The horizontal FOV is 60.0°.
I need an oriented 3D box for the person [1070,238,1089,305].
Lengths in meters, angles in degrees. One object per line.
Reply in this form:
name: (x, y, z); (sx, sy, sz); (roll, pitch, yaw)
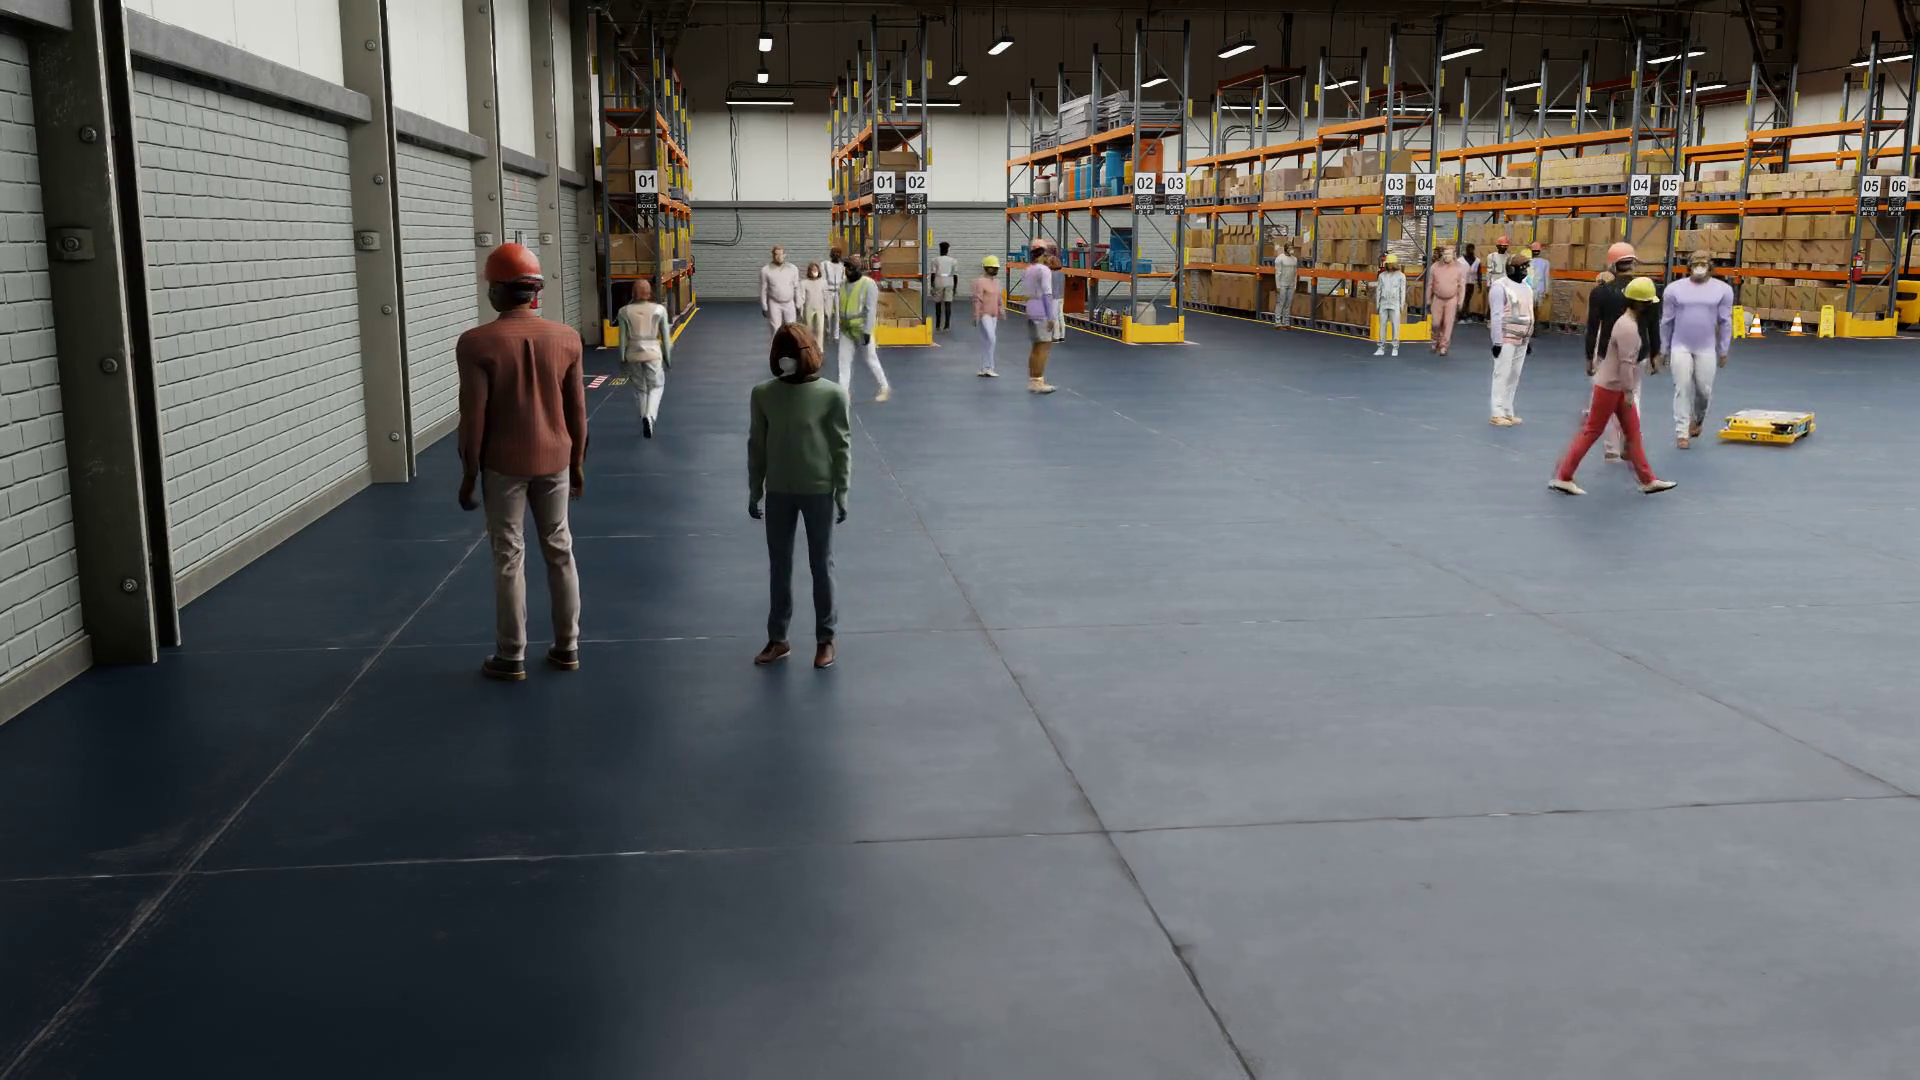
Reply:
person: (3.585, -7.985, 49.515); (0.608, 1.988, 0.392); (-1, 10, -5)

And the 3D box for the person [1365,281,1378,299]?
person: (10.498, -6.435, 42.099); (0.517, 1.596, 0.851); (-1, 10, -4)

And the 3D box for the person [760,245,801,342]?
person: (-2.874, -3.771, 26.678); (0.667, 1.888, 0.435); (-3, 11, -18)

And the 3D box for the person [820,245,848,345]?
person: (-2.395, -4.632, 31.466); (0.595, 1.865, 0.594); (-2, 11, -13)

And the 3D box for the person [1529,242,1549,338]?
person: (11.610, -5.079, 33.795); (0.570, 1.905, 0.875); (0, 10, 0)

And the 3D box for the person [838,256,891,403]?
person: (-1.203, -2.528, 20.116); (0.617, 1.812, 0.924); (7, 13, 35)

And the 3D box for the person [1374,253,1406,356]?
person: (7.356, -4.021, 28.454); (0.492, 1.742, 0.320); (6, 12, 31)

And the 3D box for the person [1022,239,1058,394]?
person: (1.046, -2.915, 21.715); (0.399, 2.003, 0.711); (-5, 11, -25)

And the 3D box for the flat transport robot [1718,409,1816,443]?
flat transport robot: (8.189, -1.166, 16.839); (0.652, 0.197, 1.431); (7, 13, 35)

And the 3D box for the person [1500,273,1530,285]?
person: (9.819, -4.192, 29.515); (0.540, 1.695, 0.317); (4, 11, 20)

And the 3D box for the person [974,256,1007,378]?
person: (0.489, -3.211, 23.974); (0.621, 1.742, 0.554); (8, 13, 38)

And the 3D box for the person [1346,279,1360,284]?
person: (12.053, -8.151, 50.700); (0.814, 1.877, 0.557); (-5, 12, -27)

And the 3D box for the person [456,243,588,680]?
person: (-2.021, -0.354, 7.665); (0.623, 1.991, 0.400); (-8, 13, -38)

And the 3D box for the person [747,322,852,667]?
person: (-0.762, -0.209, 7.857); (0.507, 1.631, 0.266); (3, 11, 14)

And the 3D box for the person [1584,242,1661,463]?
person: (5.912, -1.660, 14.862); (0.644, 1.980, 0.481); (1, 10, 8)

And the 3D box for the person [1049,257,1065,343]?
person: (1.847, -4.603, 31.940); (0.269, 1.632, 0.504); (7, 13, 34)

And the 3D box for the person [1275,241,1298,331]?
person: (7.059, -5.488, 36.000); (0.622, 1.932, 0.370); (-7, 12, -33)

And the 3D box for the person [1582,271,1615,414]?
person: (7.381, -2.248, 19.025); (0.514, 1.638, 0.310); (-4, 11, -22)

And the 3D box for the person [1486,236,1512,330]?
person: (11.796, -5.601, 36.328); (0.606, 2.035, 0.405); (-2, 10, -8)

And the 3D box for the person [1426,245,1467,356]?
person: (8.287, -4.079, 28.371); (0.660, 1.883, 0.421); (4, 11, 19)

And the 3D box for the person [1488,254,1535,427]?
person: (5.935, -2.138, 17.940); (0.645, 1.846, 0.499); (-8, 13, -38)

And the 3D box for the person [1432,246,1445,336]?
person: (9.829, -5.100, 34.101); (0.351, 1.843, 0.506); (-2, 11, -13)

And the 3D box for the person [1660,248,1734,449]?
person: (7.090, -1.850, 16.071); (0.634, 1.921, 0.646); (4, 11, 22)

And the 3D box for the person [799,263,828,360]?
person: (-2.451, -3.825, 27.777); (0.509, 1.598, 0.830); (-3, 11, -16)

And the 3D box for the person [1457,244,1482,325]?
person: (11.720, -5.878, 38.337); (0.599, 1.854, 1.023); (-1, 10, -7)

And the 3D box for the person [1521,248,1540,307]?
person: (10.666, -4.616, 31.539); (0.596, 1.816, 0.519); (0, 10, 0)

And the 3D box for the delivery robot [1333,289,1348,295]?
delivery robot: (11.536, -7.360, 49.759); (0.707, 0.478, 0.477); (7, 12, 32)

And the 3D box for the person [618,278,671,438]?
person: (-3.175, -1.818, 16.696); (0.523, 1.616, 0.685); (0, 10, 0)

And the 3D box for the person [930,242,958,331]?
person: (-0.353, -5.505, 36.128); (0.614, 1.902, 1.014); (-1, 10, -8)

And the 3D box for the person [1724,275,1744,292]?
person: (20.915, -7.106, 44.902); (0.581, 1.918, 0.406); (-2, 10, -10)

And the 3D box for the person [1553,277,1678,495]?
person: (5.123, -1.171, 12.909); (0.937, 1.714, 0.554); (5, 12, 26)
